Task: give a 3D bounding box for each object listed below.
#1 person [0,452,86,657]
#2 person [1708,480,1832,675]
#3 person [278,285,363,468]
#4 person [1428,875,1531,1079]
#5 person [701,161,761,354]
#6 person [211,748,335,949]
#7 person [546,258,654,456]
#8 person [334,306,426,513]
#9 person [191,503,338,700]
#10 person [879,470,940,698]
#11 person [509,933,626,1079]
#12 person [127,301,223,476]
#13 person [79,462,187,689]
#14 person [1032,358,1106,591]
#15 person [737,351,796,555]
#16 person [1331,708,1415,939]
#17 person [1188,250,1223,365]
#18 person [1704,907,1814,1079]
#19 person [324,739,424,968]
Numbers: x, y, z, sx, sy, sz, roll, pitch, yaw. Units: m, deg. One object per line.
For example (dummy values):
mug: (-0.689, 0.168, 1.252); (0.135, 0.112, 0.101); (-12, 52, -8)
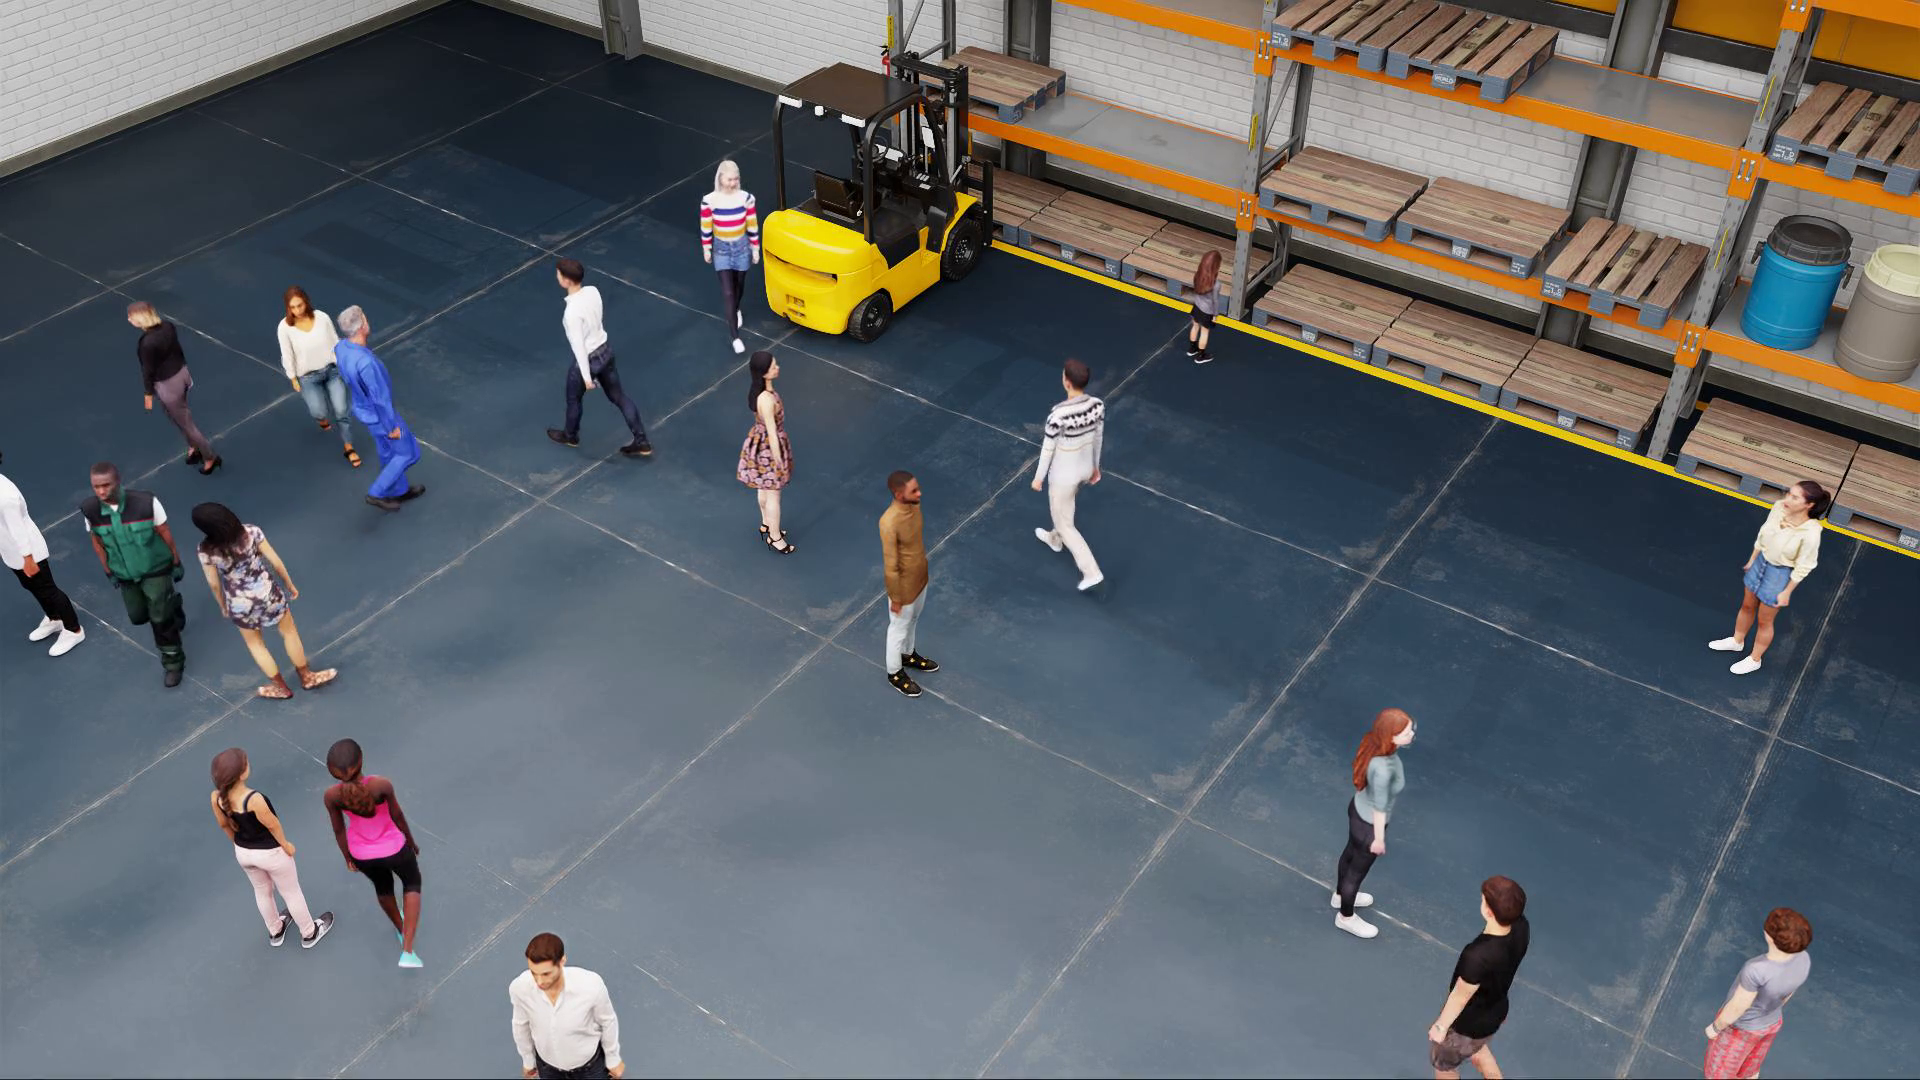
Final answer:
person: (-6.665, 0.024, 11.789); (0.487, 1.805, 0.682); (26, 45, 28)
person: (5.709, 0.240, 11.656); (0.780, 1.631, 0.710); (-8, 39, -9)
person: (-5.286, -1.394, 13.678); (0.832, 1.662, 0.971); (-22, 44, -25)
person: (2.762, 2.493, 8.666); (0.904, 1.843, 0.732); (27, 46, 30)
person: (-2.083, -2.649, 15.175); (1.108, 1.755, 1.218); (-10, 40, -12)
person: (-4.085, 1.816, 9.737); (0.570, 1.564, 0.674); (7, 39, 9)
person: (-2.917, -1.447, 13.615); (1.256, 1.823, 0.778); (15, 41, 18)
person: (-4.629, -0.960, 13.013); (0.922, 1.812, 0.810); (-25, 45, -28)
person: (-4.785, 0.402, 11.383); (0.807, 1.719, 0.711); (-13, 40, -16)
person: (-0.377, 0.265, 11.476); (0.611, 1.817, 0.687); (15, 41, 18)
person: (-1.979, 2.629, 8.474); (0.694, 1.870, 0.800); (-1, 39, -1)
person: (-6.263, -1.203, 13.448); (0.770, 1.649, 0.722); (1, 39, 1)
person: (-5.678, 0.157, 11.610); (1.040, 1.819, 1.094); (-6, 39, -7)
person: (0.868, -0.467, 12.364); (0.862, 1.854, 1.197); (-30, 47, -32)
person: (-1.446, -0.675, 12.688); (0.865, 1.773, 0.795); (-11, 40, -13)
person: (2.417, 1.645, 9.808); (0.678, 1.742, 0.665); (5, 39, 7)
person: (2.216, -2.128, 15.041); (0.586, 1.107, 0.486); (-19, 43, -23)
person: (4.161, 2.538, 8.763); (0.664, 1.651, 0.696); (-13, 40, -15)
person: (-3.341, 1.849, 9.578); (0.881, 1.711, 0.939); (-6, 39, -8)
